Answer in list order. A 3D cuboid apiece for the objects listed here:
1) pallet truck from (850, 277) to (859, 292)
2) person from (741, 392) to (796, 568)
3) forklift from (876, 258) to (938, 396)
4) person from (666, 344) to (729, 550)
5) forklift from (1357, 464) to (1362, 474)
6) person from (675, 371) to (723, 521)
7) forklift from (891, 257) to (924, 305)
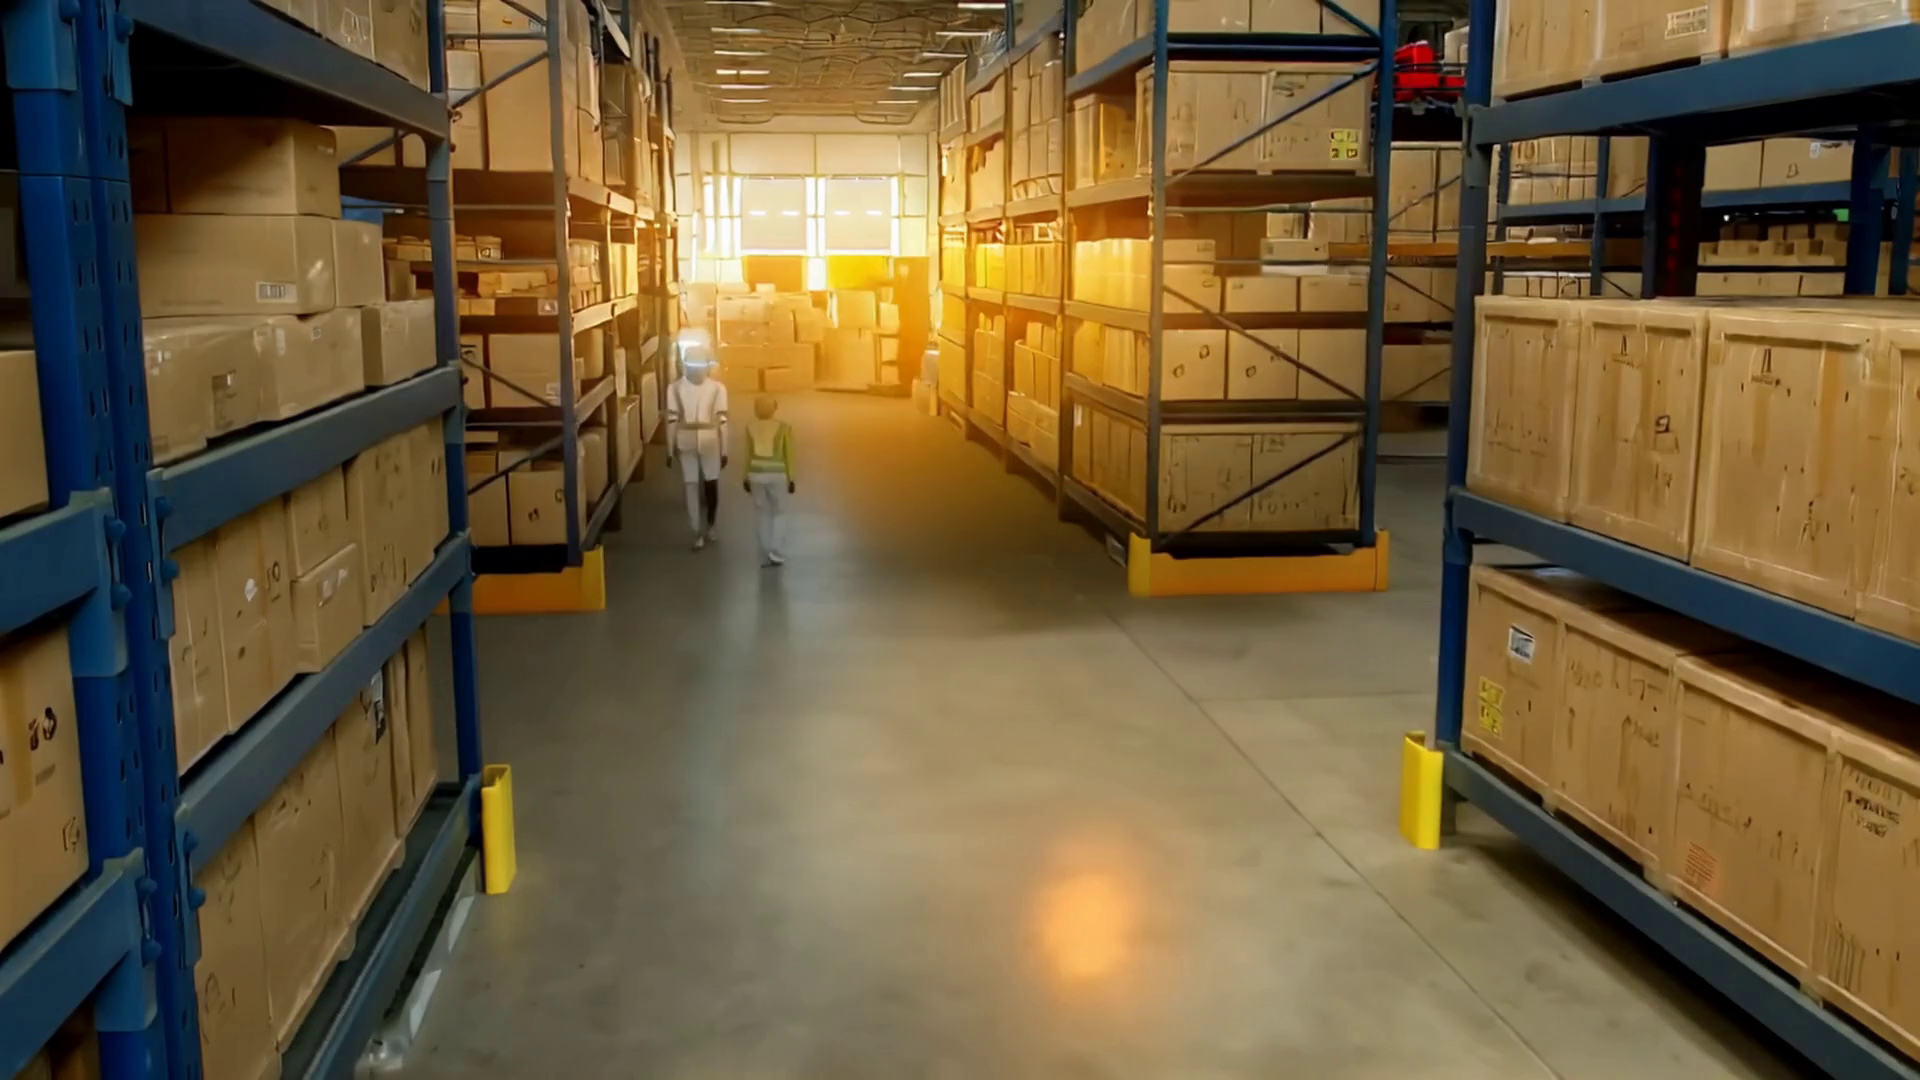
[{"bbox_3d":[-3.782,-9.391,65.808,1.885,1.965,0.823,2,10,10],"label":"pallet truck"},{"bbox_3d":[-1.769,-0.549,15.394,0.544,1.623,0.375,2,10,12],"label":"person"},{"bbox_3d":[-0.841,-4.373,34.025,1.873,2.768,1.129,-1,10,-8],"label":"forklift"},{"bbox_3d":[-2.579,-0.914,16.364,0.617,2.027,0.466,-1,10,-5],"label":"person"},{"bbox_3d":[4.209,-2.192,21.328,1.873,2.768,1.129,3,10,19],"label":"forklift"},{"bbox_3d":[-2.849,-1.113,18.129,0.627,1.830,0.430,-2,10,-9],"label":"person"},{"bbox_3d":[-1.564,-7.038,49.539,1.129,2.768,1.873,1,10,8],"label":"forklift"}]
